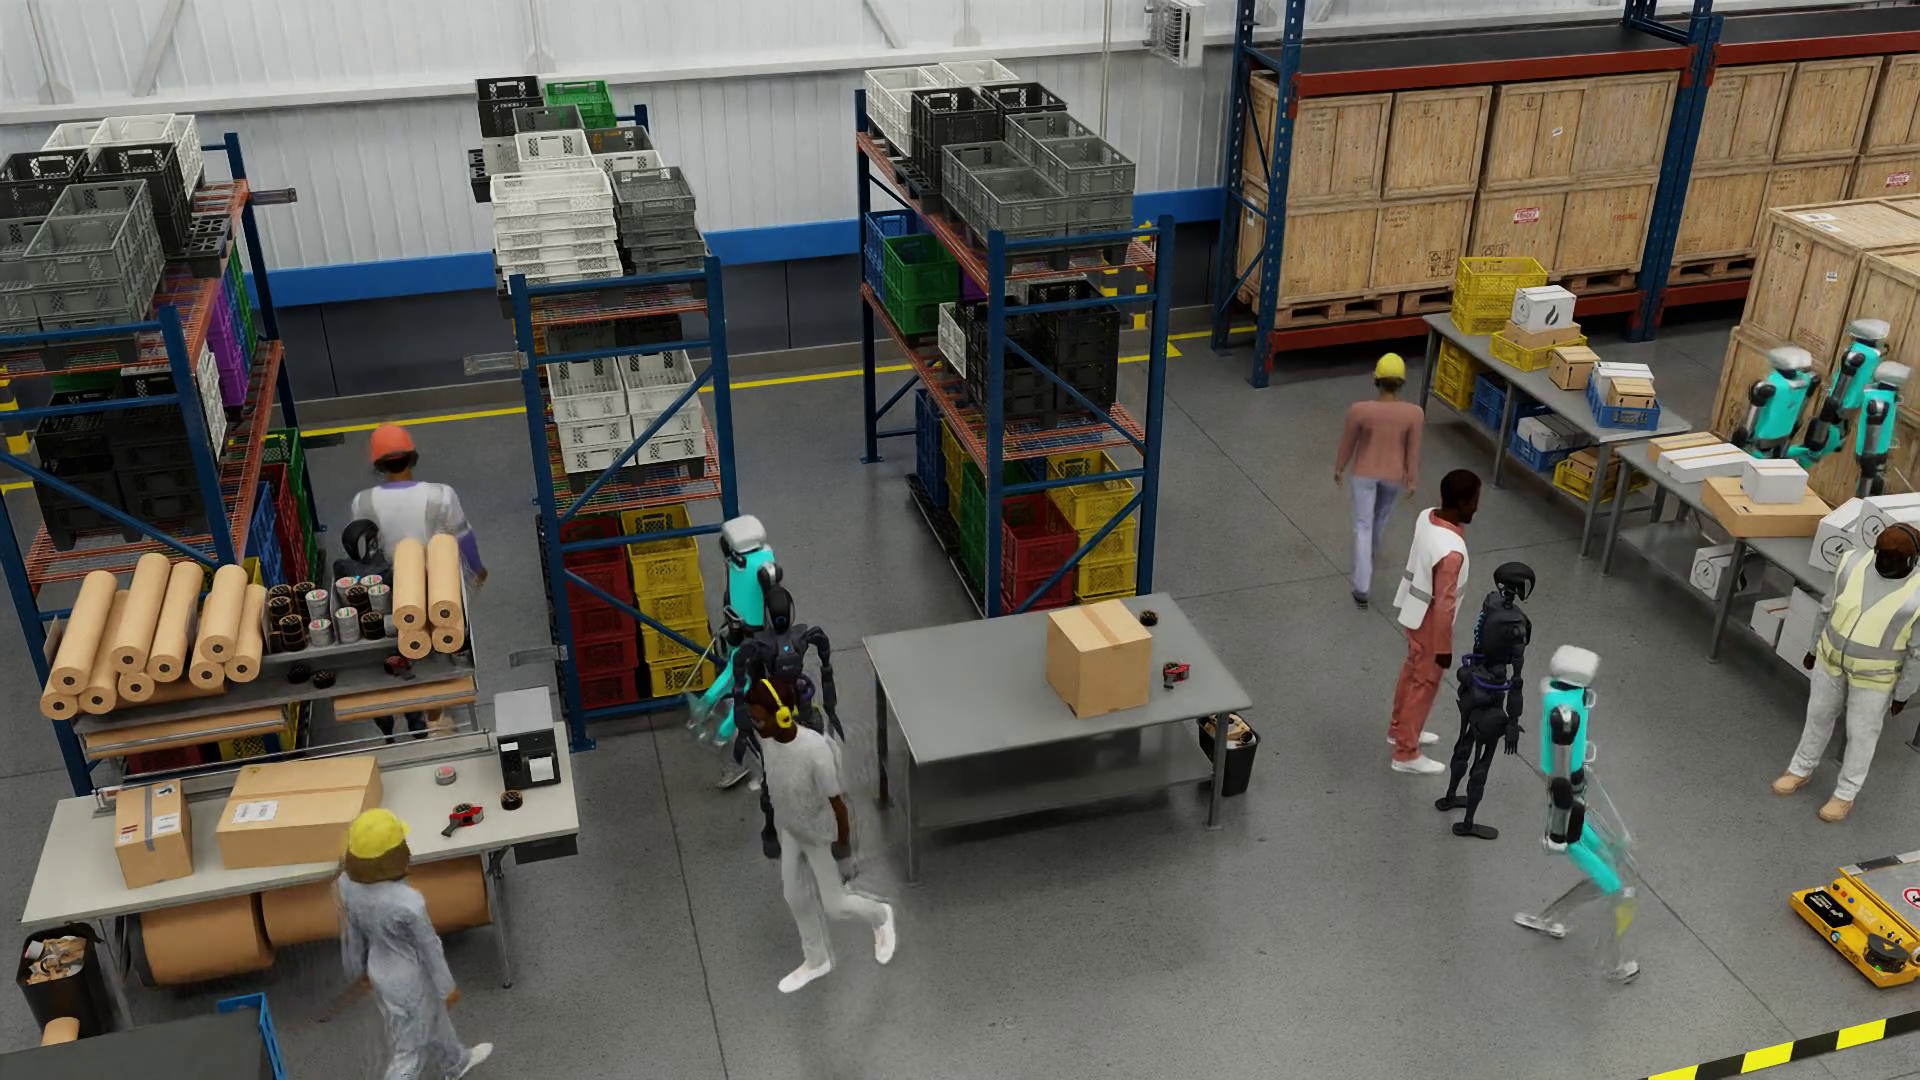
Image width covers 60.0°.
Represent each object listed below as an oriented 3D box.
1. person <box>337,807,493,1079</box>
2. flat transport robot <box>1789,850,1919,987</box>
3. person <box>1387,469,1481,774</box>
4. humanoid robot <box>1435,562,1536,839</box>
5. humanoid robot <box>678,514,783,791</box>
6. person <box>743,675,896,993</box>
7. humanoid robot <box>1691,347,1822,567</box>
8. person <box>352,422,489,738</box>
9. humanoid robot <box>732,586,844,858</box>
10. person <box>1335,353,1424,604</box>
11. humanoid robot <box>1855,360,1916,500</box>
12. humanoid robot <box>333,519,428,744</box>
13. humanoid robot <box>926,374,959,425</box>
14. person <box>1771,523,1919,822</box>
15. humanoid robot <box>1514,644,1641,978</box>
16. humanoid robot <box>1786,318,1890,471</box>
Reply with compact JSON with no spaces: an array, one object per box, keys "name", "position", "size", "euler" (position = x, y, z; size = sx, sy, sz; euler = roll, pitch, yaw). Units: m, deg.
[{"name":"person","position":[-2.450,1.896,7.210],"size":[0.486,1.709,0.842],"euler":[19,34,31]},{"name":"flat transport robot","position":[5.163,1.916,8.676],"size":[1.431,0.231,0.659],"euler":[-8,30,-14]},{"name":"person","position":[2.713,0.463,9.619],"size":[0.399,1.910,0.594],"euler":[1,29,3]},{"name":"humanoid robot","position":[2.907,0.851,9.135],"size":[0.315,1.657,0.599],"euler":[-2,29,-4]},{"name":"humanoid robot","position":[-1.333,0.720,9.292],"size":[0.681,1.767,0.555],"euler":[-19,34,-30]},{"name":"person","position":[-0.673,1.382,8.022],"size":[0.550,1.837,0.661],"euler":[23,36,36]},{"name":"humanoid robot","position":[5.497,-0.624,11.749],"size":[0.539,1.718,0.997],"euler":[-11,31,-19]},{"name":"person","position":[-3.213,0.204,10.012],"size":[0.620,1.977,1.092],"euler":[1,29,2]},{"name":"humanoid robot","position":[-0.930,0.961,8.941],"size":[0.611,1.650,0.309],"euler":[-11,31,-19]},{"name":"person","position":[2.878,-0.472,11.514],"size":[0.534,1.705,0.956],"euler":[2,29,4]},{"name":"humanoid robot","position":[6.364,-0.303,11.221],"size":[0.835,1.792,0.545],"euler":[16,32,26]},{"name":"humanoid robot","position":[-3.300,0.631,9.543],"size":[0.598,1.655,0.325],"euler":[10,30,17]},{"name":"humanoid robot","position":[0.066,-1.658,13.773],"size":[0.805,1.623,0.597],"euler":[-4,29,-7]},{"name":"person","position":[4.996,0.718,9.237],"size":[0.429,1.834,0.631],"euler":[-17,33,-28]},{"name":"humanoid robot","position":[3.181,1.374,8.191],"size":[0.859,1.820,0.537],"euler":[9,30,15]},{"name":"humanoid robot","position":[6.190,-0.829,12.176],"size":[0.578,1.775,0.887],"euler":[-23,36,-36]}]
